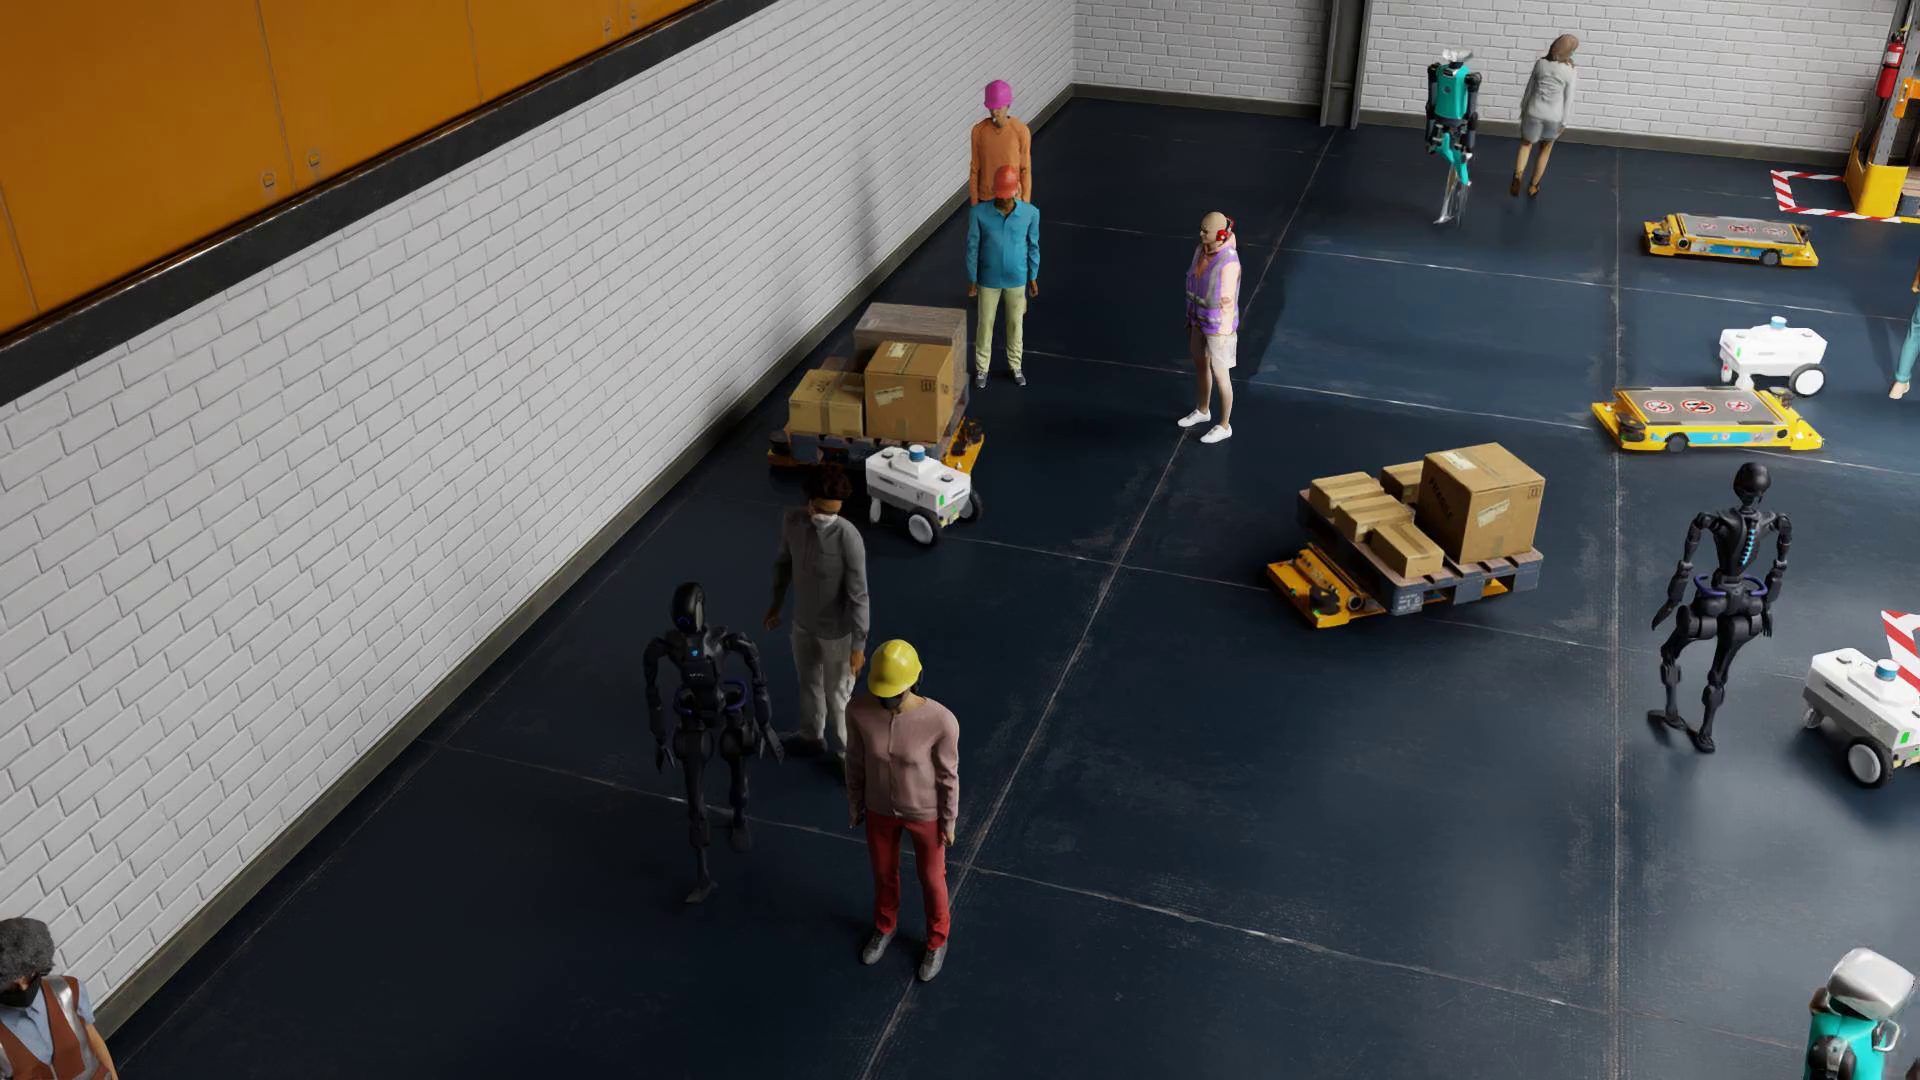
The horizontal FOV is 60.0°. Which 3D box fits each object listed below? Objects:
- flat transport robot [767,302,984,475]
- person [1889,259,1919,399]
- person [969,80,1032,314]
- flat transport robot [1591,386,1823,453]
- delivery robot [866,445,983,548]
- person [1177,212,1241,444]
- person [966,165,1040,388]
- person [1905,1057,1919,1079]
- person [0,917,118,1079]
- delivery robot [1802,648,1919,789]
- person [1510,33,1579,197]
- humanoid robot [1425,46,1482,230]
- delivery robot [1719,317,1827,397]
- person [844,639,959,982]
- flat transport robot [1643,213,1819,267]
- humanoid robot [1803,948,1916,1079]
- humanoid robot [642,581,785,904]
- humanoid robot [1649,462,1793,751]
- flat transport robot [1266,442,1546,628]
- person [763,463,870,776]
[{"bbox_3d":[-0.589,-0.692,11.803,1.431,0.231,0.659,6,31,10],"label":"flat transport robot"},{"bbox_3d":[7.292,-1.873,12.239,0.514,1.865,0.392,26,39,37],"label":"person"},{"bbox_3d":[0.328,-2.826,13.758,0.517,1.971,0.404,5,31,9],"label":"person"},{"bbox_3d":[5.433,-0.880,12.122,1.431,0.231,0.659,0,30,-1],"label":"flat transport robot"},{"bbox_3d":[-0.256,-0.315,10.896,0.782,0.611,0.517,23,37,33],"label":"delivery robot"},{"bbox_3d":[1.784,-1.518,11.812,0.353,1.685,0.486,-14,33,-23],"label":"person"},{"bbox_3d":[0.325,-1.986,12.548,0.562,1.741,0.336,-2,31,-4],"label":"person"},{"bbox_3d":[3.763,1.734,6.255,0.940,1.696,0.475,-2,31,-4],"label":"person"},{"bbox_3d":[-3.144,2.005,5.809,0.311,1.689,0.445,24,38,35],"label":"person"},{"bbox_3d":[4.853,0.925,8.783,0.519,0.609,0.780,-10,32,-16],"label":"delivery robot"},{"bbox_3d":[5.721,-4.132,16.298,0.508,1.631,0.606,16,34,25],"label":"person"},{"bbox_3d":[4.665,-3.699,15.555,0.769,1.879,0.530,-24,38,-35],"label":"humanoid robot"},{"bbox_3d":[6.228,-1.424,12.750,0.749,0.578,0.509,-1,30,-2],"label":"delivery robot"},{"bbox_3d":[-0.252,1.166,7.174,0.516,1.756,0.335,9,32,15],"label":"person"},{"bbox_3d":[7.098,-2.769,15.336,1.431,0.231,0.659,7,31,13],"label":"flat transport robot"},{"bbox_3d":[3.026,2.165,5.481,0.951,1.733,0.534,22,37,33],"label":"humanoid robot"},{"bbox_3d":[-1.134,0.907,7.719,0.619,1.626,0.718,-2,30,-3],"label":"humanoid robot"},{"bbox_3d":[3.953,0.338,8.654,0.611,1.647,0.362,0,30,1],"label":"humanoid robot"},{"bbox_3d":[2.695,0.191,10.301,1.431,0.231,0.659,-10,32,-16],"label":"flat transport robot"},{"bbox_3d":[-0.703,0.377,8.410,0.729,1.877,0.352,25,39,36],"label":"person"}]
